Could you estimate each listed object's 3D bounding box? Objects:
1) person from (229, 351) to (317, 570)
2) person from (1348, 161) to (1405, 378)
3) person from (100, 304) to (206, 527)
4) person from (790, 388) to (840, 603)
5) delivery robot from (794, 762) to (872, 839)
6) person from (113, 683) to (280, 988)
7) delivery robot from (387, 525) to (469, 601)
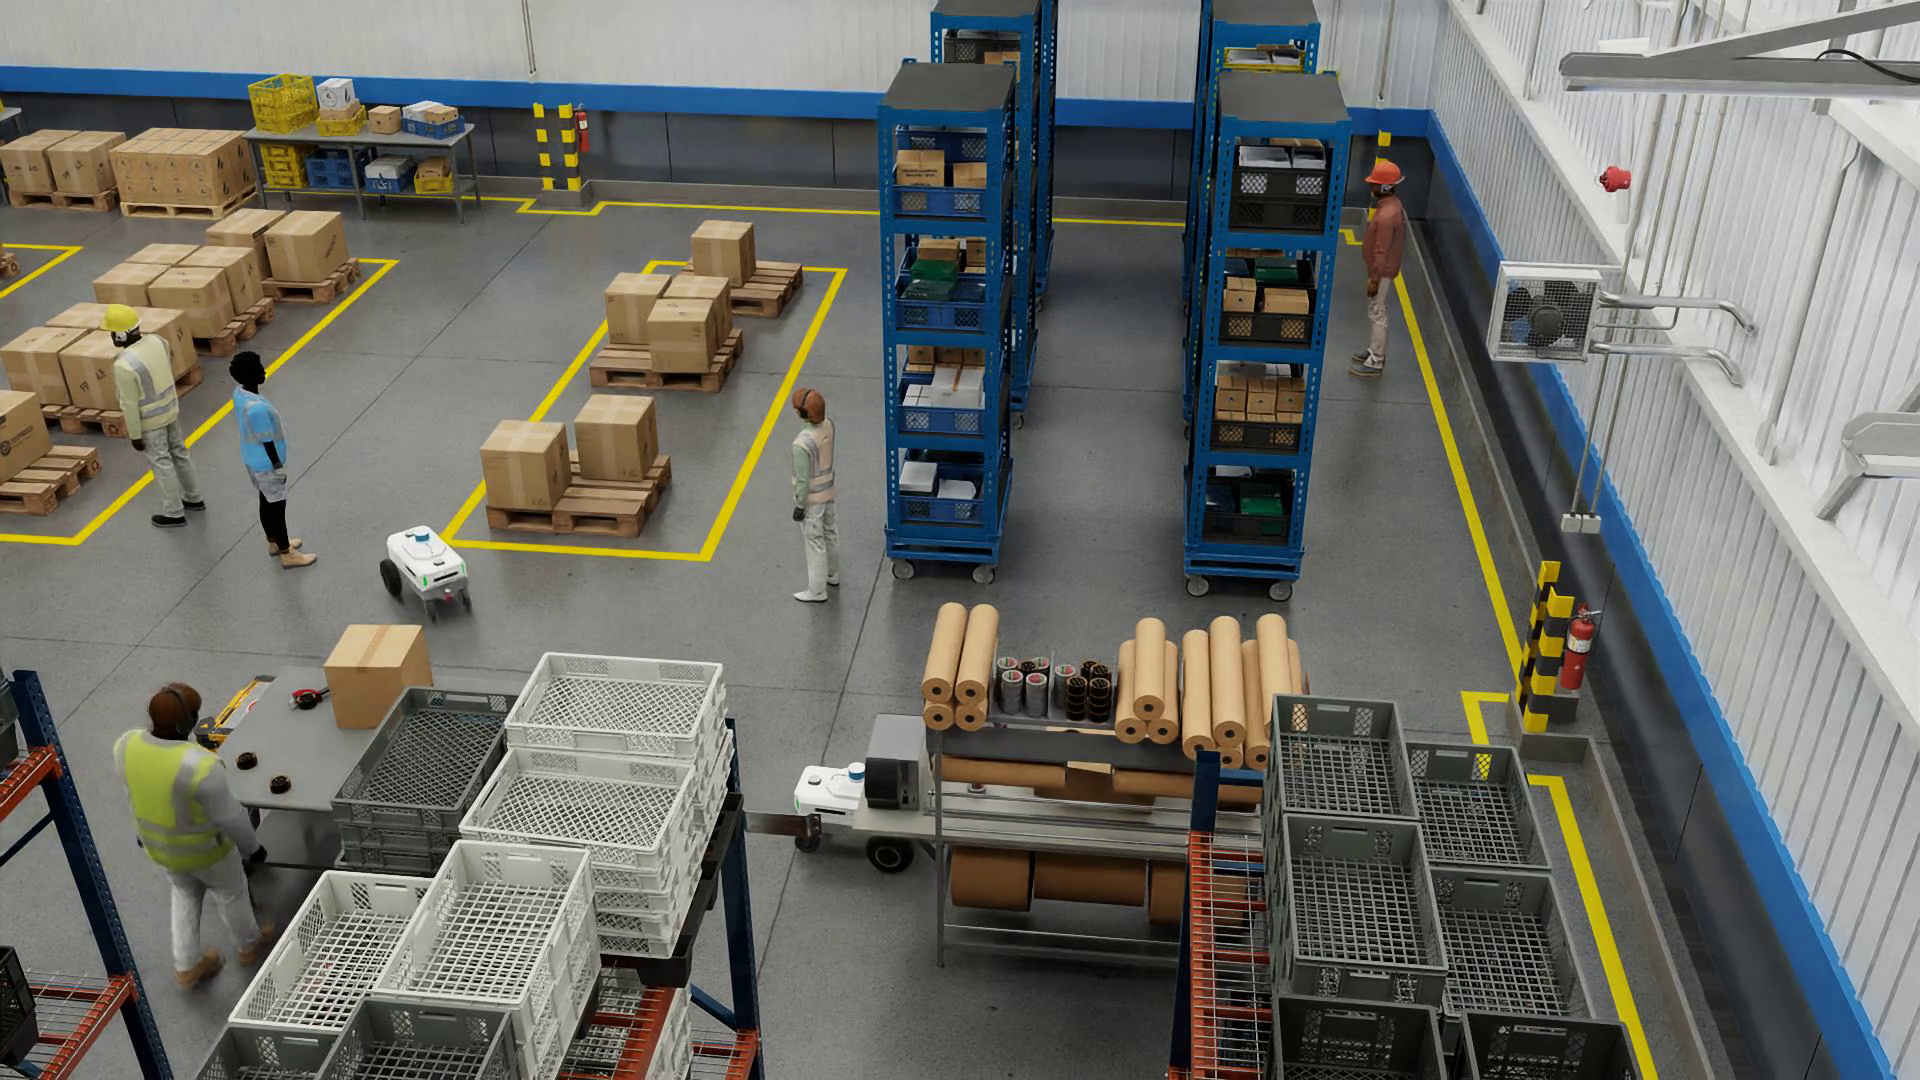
[{"bbox_3d":[-5.107,-0.596,12.261,0.320,1.697,0.531,-21,36,-32],"label":"person"},{"bbox_3d":[3.820,-2.487,15.233,0.409,1.986,0.618,8,31,14],"label":"person"},{"bbox_3d":[-6.203,-0.956,12.758,0.403,1.827,0.595,4,30,7],"label":"person"},{"bbox_3d":[-1.034,-0.323,11.848,0.306,1.640,0.522,11,32,18],"label":"person"},{"bbox_3d":[-0.594,1.514,9.675,0.707,0.478,0.477,6,31,10],"label":"delivery robot"},{"bbox_3d":[-3.898,1.526,8.494,0.719,1.827,0.604,9,32,16],"label":"person"},{"bbox_3d":[-3.851,0.151,12.014,0.477,0.478,0.707,-21,36,-32],"label":"delivery robot"}]
